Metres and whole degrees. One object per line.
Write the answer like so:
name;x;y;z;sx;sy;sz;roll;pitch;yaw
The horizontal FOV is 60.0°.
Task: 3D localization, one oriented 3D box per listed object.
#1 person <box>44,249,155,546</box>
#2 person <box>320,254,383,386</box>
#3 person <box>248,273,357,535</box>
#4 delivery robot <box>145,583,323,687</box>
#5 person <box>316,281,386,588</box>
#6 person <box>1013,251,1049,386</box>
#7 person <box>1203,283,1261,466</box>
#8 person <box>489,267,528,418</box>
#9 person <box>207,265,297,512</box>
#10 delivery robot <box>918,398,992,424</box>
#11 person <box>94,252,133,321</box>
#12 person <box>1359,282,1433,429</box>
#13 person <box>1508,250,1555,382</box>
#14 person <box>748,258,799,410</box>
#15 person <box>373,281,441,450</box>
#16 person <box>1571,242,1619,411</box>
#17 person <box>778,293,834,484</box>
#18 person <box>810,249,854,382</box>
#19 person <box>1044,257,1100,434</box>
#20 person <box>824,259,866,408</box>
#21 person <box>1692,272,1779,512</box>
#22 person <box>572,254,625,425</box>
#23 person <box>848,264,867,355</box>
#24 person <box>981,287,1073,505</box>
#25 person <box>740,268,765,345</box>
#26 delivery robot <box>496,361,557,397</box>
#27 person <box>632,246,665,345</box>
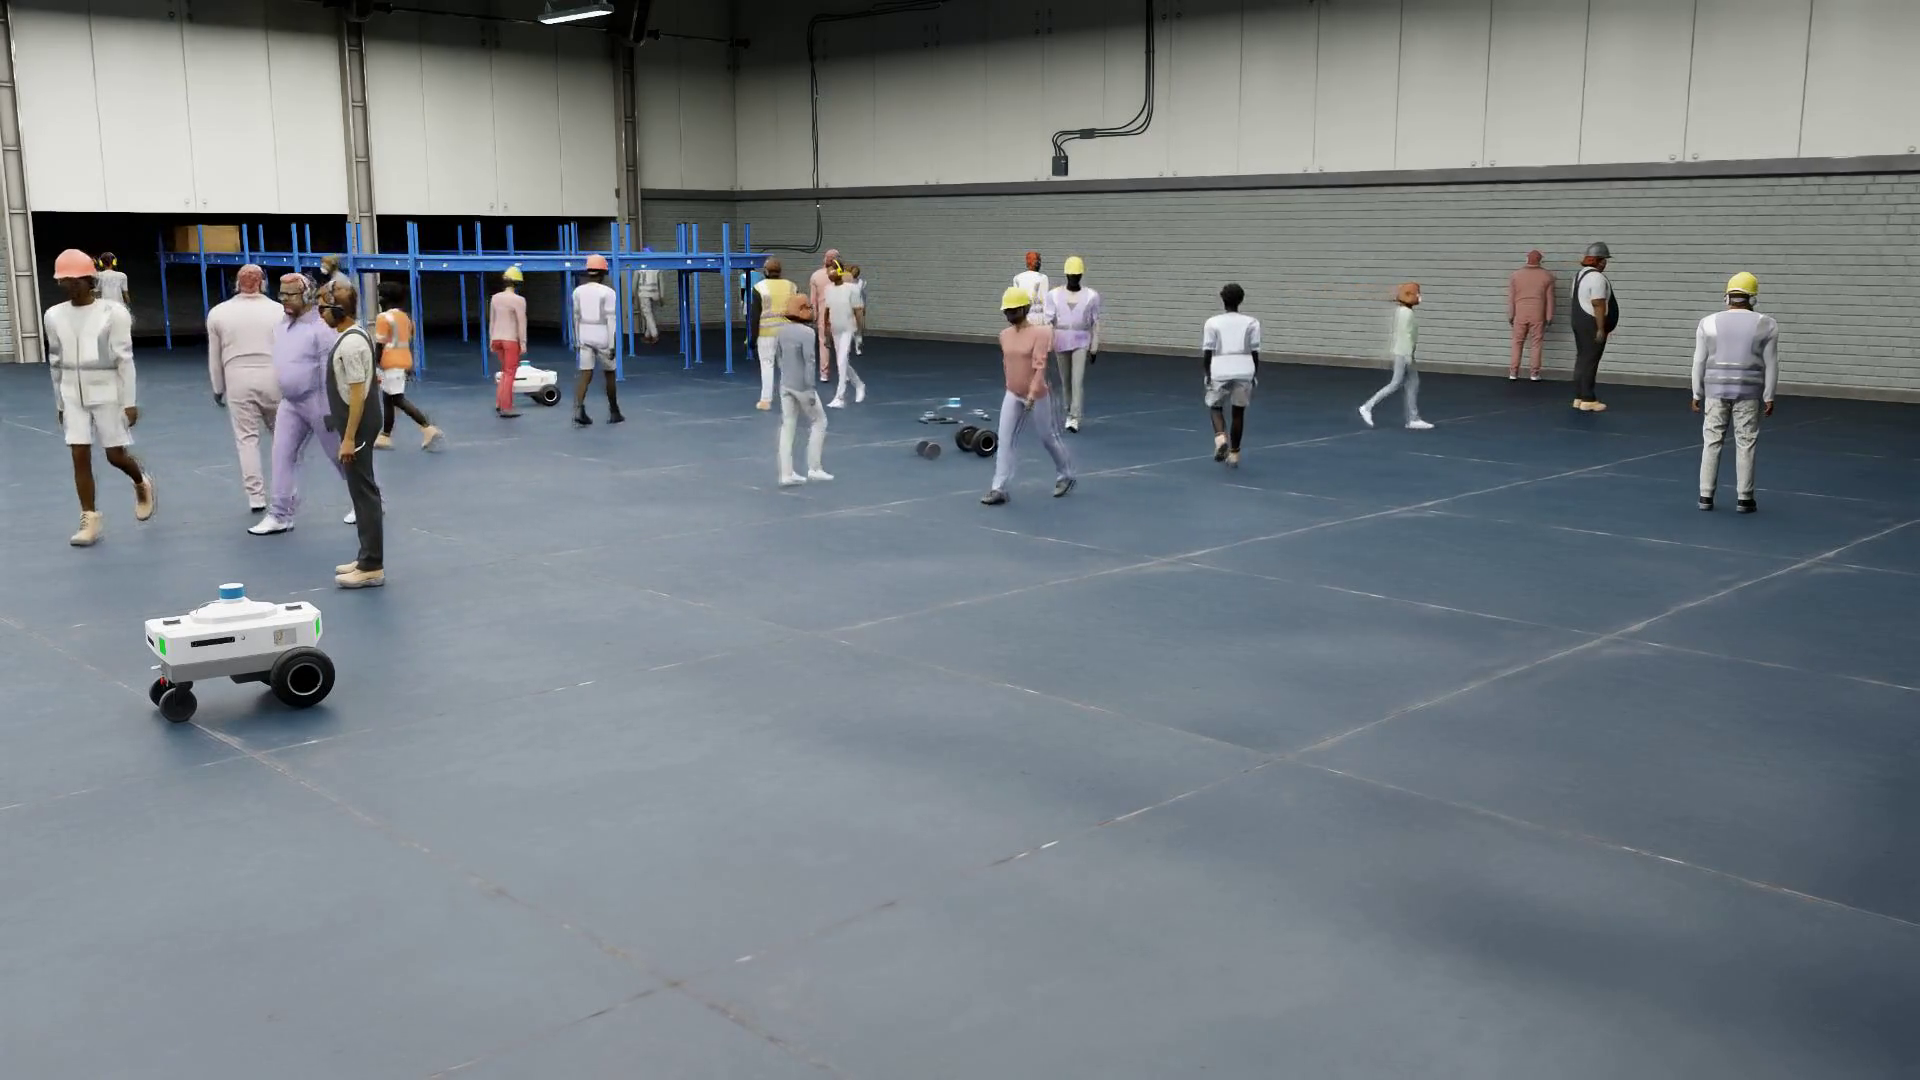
person;-6.000;-1.009;11.597;0.610;2.024;0.783;0;10;1
person;-8.474;-3.004;22.954;1.052;1.868;0.628;-6;12;-31
person;-4.678;-0.998;12.021;0.650;1.855;1.001;5;12;27
delivery robot;-3.287;0.441;7.538;0.707;0.478;0.477;-7;13;-34
person;-3.681;-0.643;10.086;0.343;1.839;0.506;-3;11;-16
person;1.008;-3.103;23.378;0.578;1.881;0.346;7;12;33
person;2.481;-1.499;15.182;0.532;1.679;0.434;1;10;3
person;-5.287;-2.319;19.505;0.541;1.735;0.493;6;12;30
person;-5.485;-1.193;12.979;0.660;1.872;0.857;-4;11;-20
delivery robot;-0.047;-1.256;16.080;0.698;0.223;0.335;-4;11;-23
person;-12.813;-3.414;25.156;0.521;1.856;0.328;-5;12;-27
person;4.814;-2.029;18.274;0.751;1.608;0.502;3;11;15
person;8.309;-3.263;24.211;0.645;1.904;0.401;5;11;24
person;-2.275;-2.509;20.273;0.626;1.844;0.429;-7;13;-35
person;-5.521;-1.718;16.419;0.795;1.672;0.531;1;10;5
person;7.745;-2.594;20.289;0.535;2.000;0.681;0;10;2
person;-1.308;-1.289;14.189;0.584;1.609;0.530;-9;14;-42
person;-1.828;-3.232;24.021;0.652;1.906;0.403;0;10;2
person;1.208;-2.107;17.981;0.589;1.876;1.010;2;11;11
person;-1.421;-2.594;20.770;0.575;1.832;0.884;6;12;30
person;5.963;-1.139;12.814;0.602;1.828;0.404;6;12;30
person;-4.101;-2.232;18.649;0.556;1.916;0.884;3;11;15
person;-1.913;-4.126;29.710;0.512;1.609;0.755;-2;11;-10
person;0.560;-1.171;13.313;0.526;1.713;0.938;8;13;37
person;-4.011;-4.631;32.221;0.541;1.696;0.315;-6;12;-29
delivery robot;-5.439;-2.005;20.860;0.707;0.478;0.477;-5;11;-28
person;-6.044;-4.763;32.379;0.604;1.911;0.956;-8;13;-38
